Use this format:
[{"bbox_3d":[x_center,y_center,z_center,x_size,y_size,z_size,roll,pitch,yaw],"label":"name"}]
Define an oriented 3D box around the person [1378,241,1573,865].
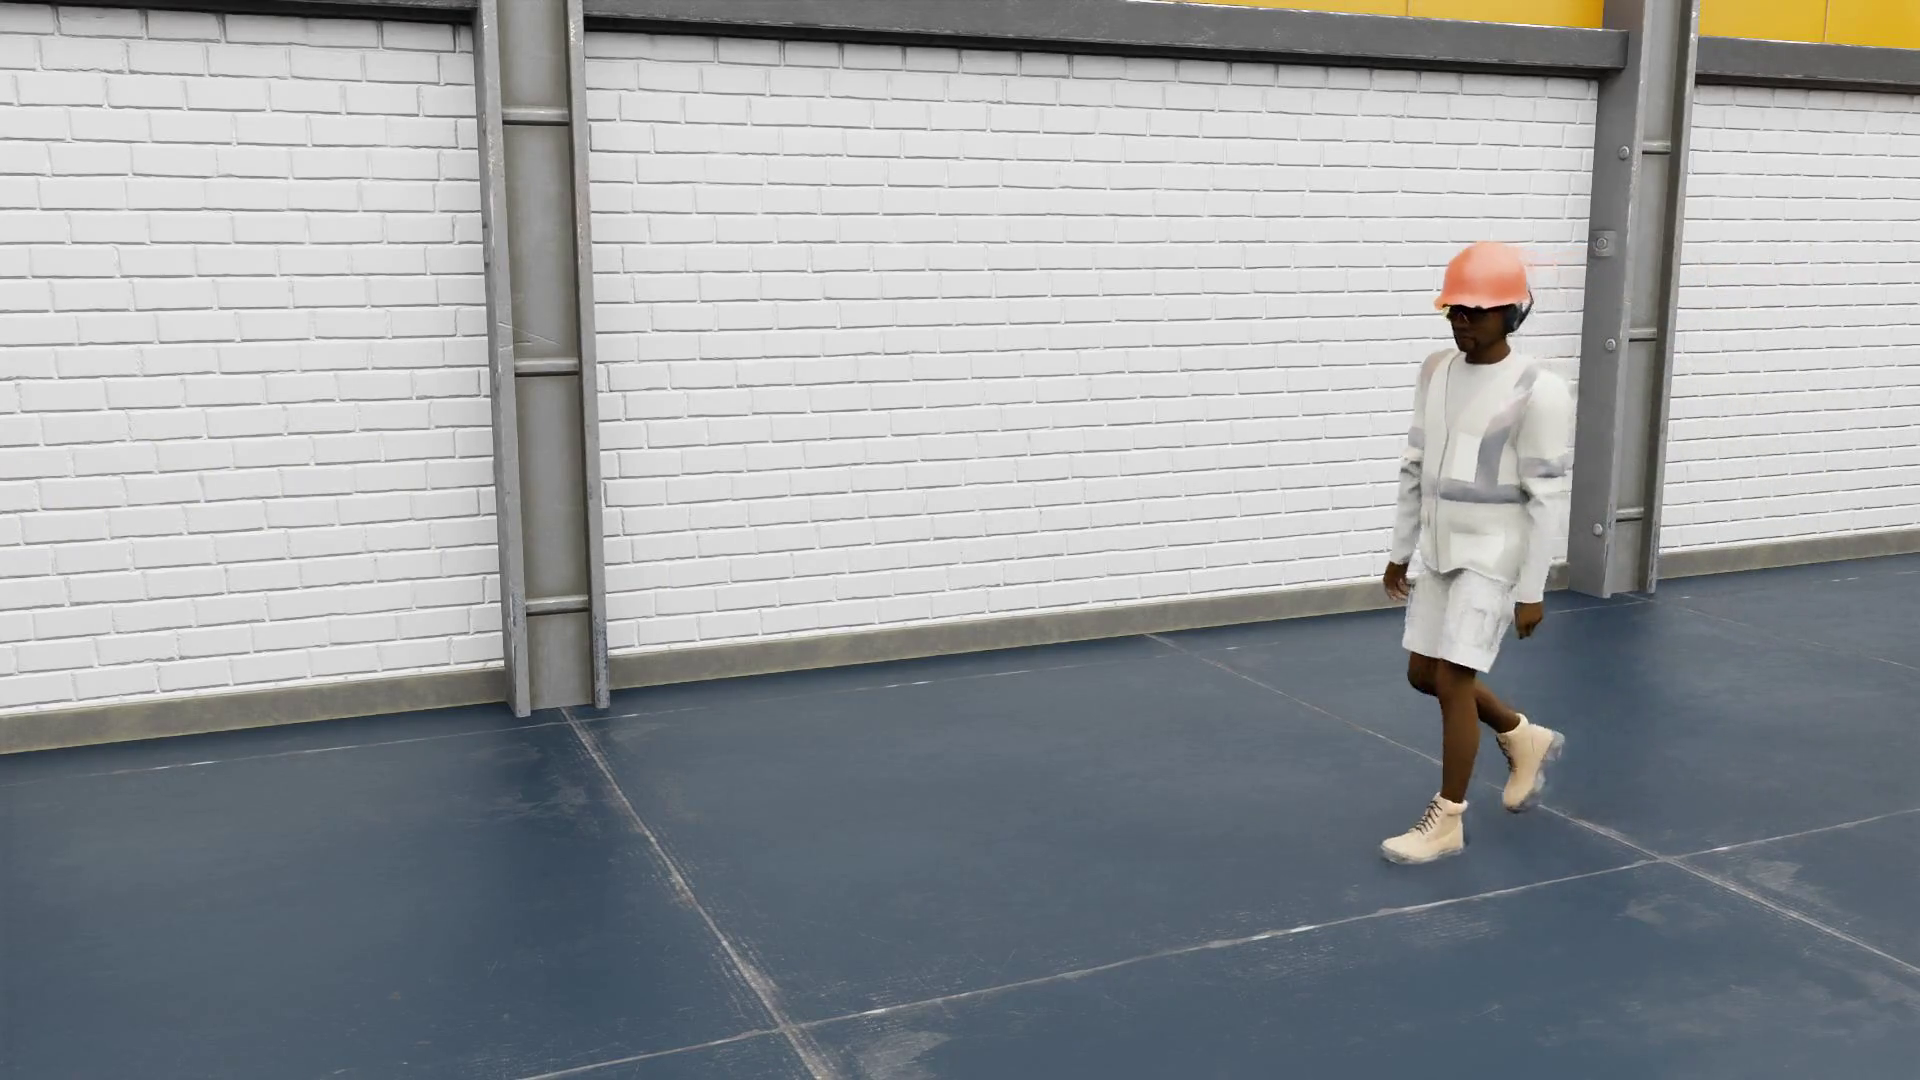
[{"bbox_3d":[1.720,0.048,5.403,0.688,2.017,0.630,-5,11,-24],"label":"person"}]
